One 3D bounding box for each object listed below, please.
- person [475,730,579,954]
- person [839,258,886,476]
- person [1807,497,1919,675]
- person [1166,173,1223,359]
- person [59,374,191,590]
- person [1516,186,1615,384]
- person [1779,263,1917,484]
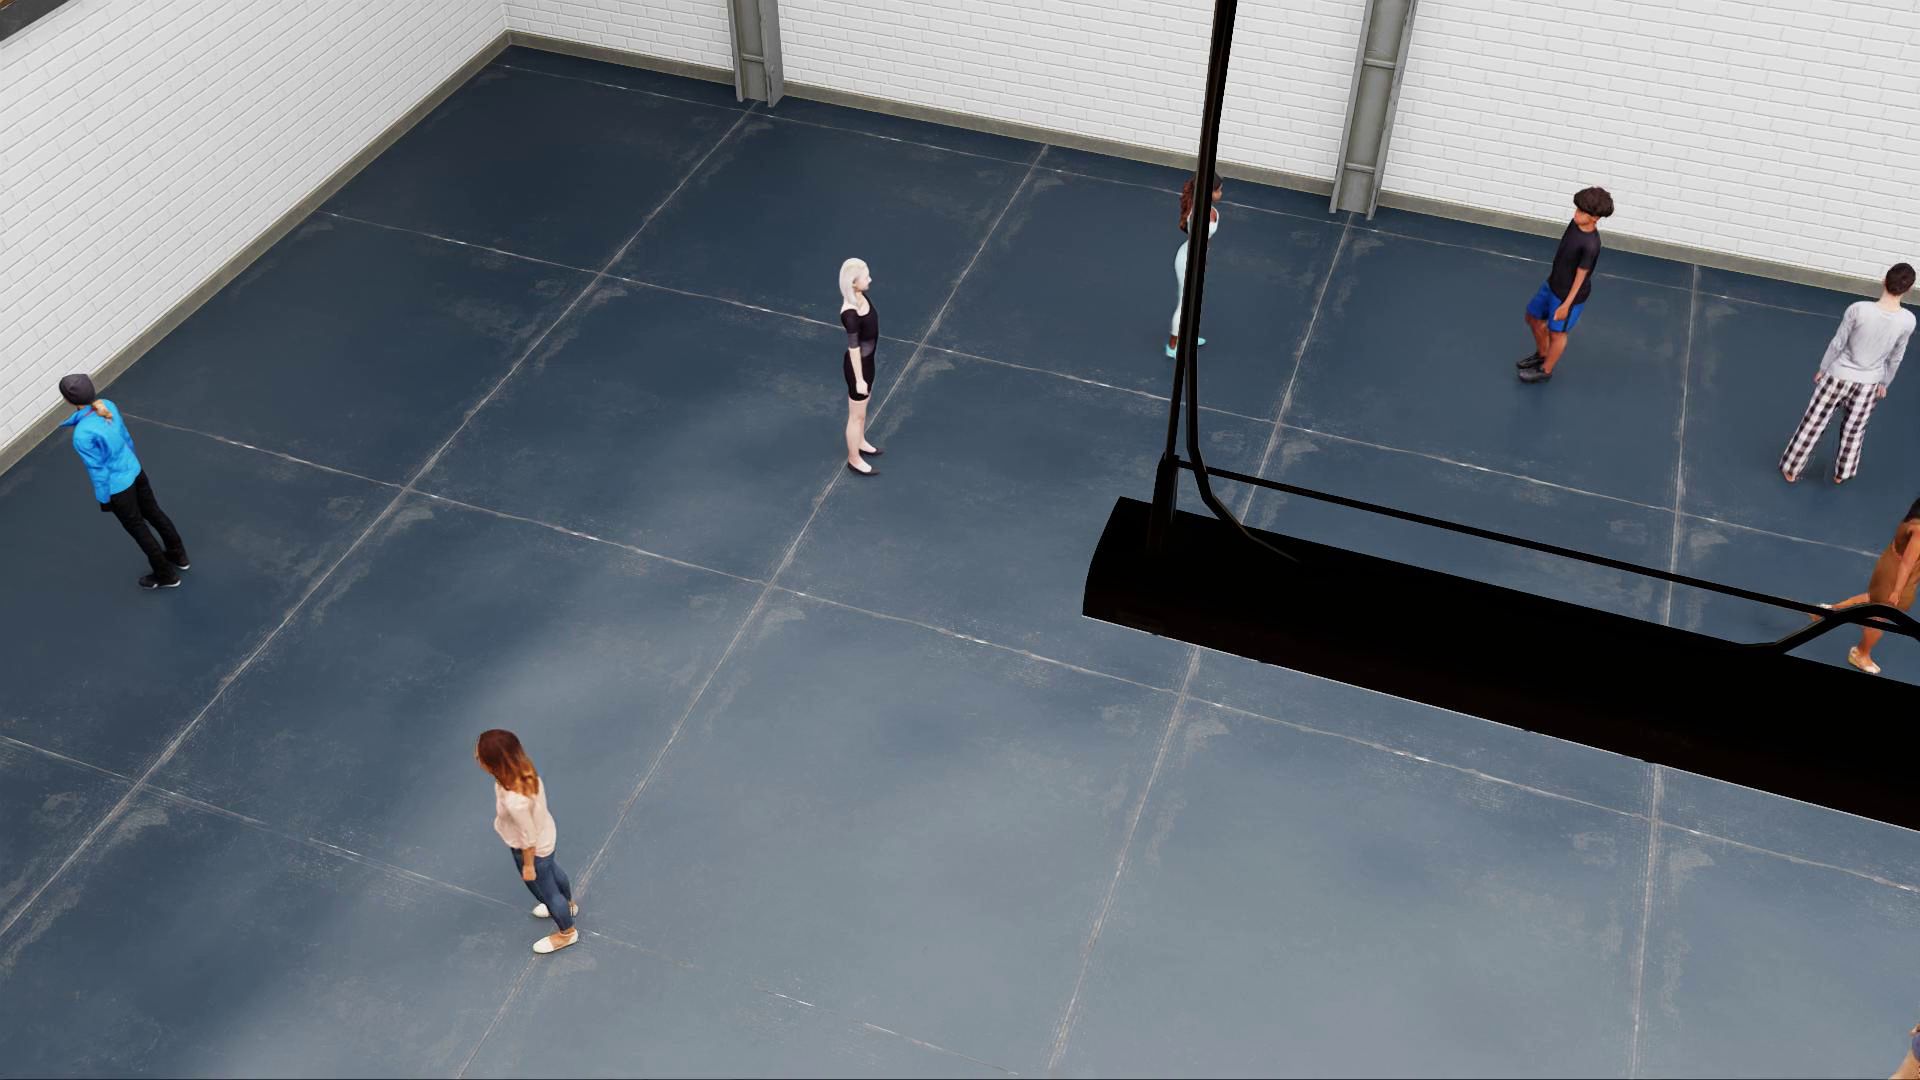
[{"bbox_3d":[-2.335,1.639,9.086,0.691,1.788,0.675,-9,44,-9],"label":"person"},{"bbox_3d":[-0.741,-1.257,12.094,0.578,1.832,0.622,2,44,2],"label":"person"},{"bbox_3d":[5.954,0.188,10.692,0.837,1.673,0.672,24,49,23],"label":"person"},{"bbox_3d":[1.832,-2.178,13.139,0.580,1.724,0.591,8,44,9],"label":"person"},{"bbox_3d":[-5.642,-0.391,11.210,0.594,1.797,0.661,5,44,6],"label":"person"},{"bbox_3d":[4.763,-1.956,12.859,0.734,1.788,0.735,-3,44,-3],"label":"person"},{"bbox_3d":[6.452,-1.162,11.991,0.554,1.837,0.752,12,45,13],"label":"person"}]
